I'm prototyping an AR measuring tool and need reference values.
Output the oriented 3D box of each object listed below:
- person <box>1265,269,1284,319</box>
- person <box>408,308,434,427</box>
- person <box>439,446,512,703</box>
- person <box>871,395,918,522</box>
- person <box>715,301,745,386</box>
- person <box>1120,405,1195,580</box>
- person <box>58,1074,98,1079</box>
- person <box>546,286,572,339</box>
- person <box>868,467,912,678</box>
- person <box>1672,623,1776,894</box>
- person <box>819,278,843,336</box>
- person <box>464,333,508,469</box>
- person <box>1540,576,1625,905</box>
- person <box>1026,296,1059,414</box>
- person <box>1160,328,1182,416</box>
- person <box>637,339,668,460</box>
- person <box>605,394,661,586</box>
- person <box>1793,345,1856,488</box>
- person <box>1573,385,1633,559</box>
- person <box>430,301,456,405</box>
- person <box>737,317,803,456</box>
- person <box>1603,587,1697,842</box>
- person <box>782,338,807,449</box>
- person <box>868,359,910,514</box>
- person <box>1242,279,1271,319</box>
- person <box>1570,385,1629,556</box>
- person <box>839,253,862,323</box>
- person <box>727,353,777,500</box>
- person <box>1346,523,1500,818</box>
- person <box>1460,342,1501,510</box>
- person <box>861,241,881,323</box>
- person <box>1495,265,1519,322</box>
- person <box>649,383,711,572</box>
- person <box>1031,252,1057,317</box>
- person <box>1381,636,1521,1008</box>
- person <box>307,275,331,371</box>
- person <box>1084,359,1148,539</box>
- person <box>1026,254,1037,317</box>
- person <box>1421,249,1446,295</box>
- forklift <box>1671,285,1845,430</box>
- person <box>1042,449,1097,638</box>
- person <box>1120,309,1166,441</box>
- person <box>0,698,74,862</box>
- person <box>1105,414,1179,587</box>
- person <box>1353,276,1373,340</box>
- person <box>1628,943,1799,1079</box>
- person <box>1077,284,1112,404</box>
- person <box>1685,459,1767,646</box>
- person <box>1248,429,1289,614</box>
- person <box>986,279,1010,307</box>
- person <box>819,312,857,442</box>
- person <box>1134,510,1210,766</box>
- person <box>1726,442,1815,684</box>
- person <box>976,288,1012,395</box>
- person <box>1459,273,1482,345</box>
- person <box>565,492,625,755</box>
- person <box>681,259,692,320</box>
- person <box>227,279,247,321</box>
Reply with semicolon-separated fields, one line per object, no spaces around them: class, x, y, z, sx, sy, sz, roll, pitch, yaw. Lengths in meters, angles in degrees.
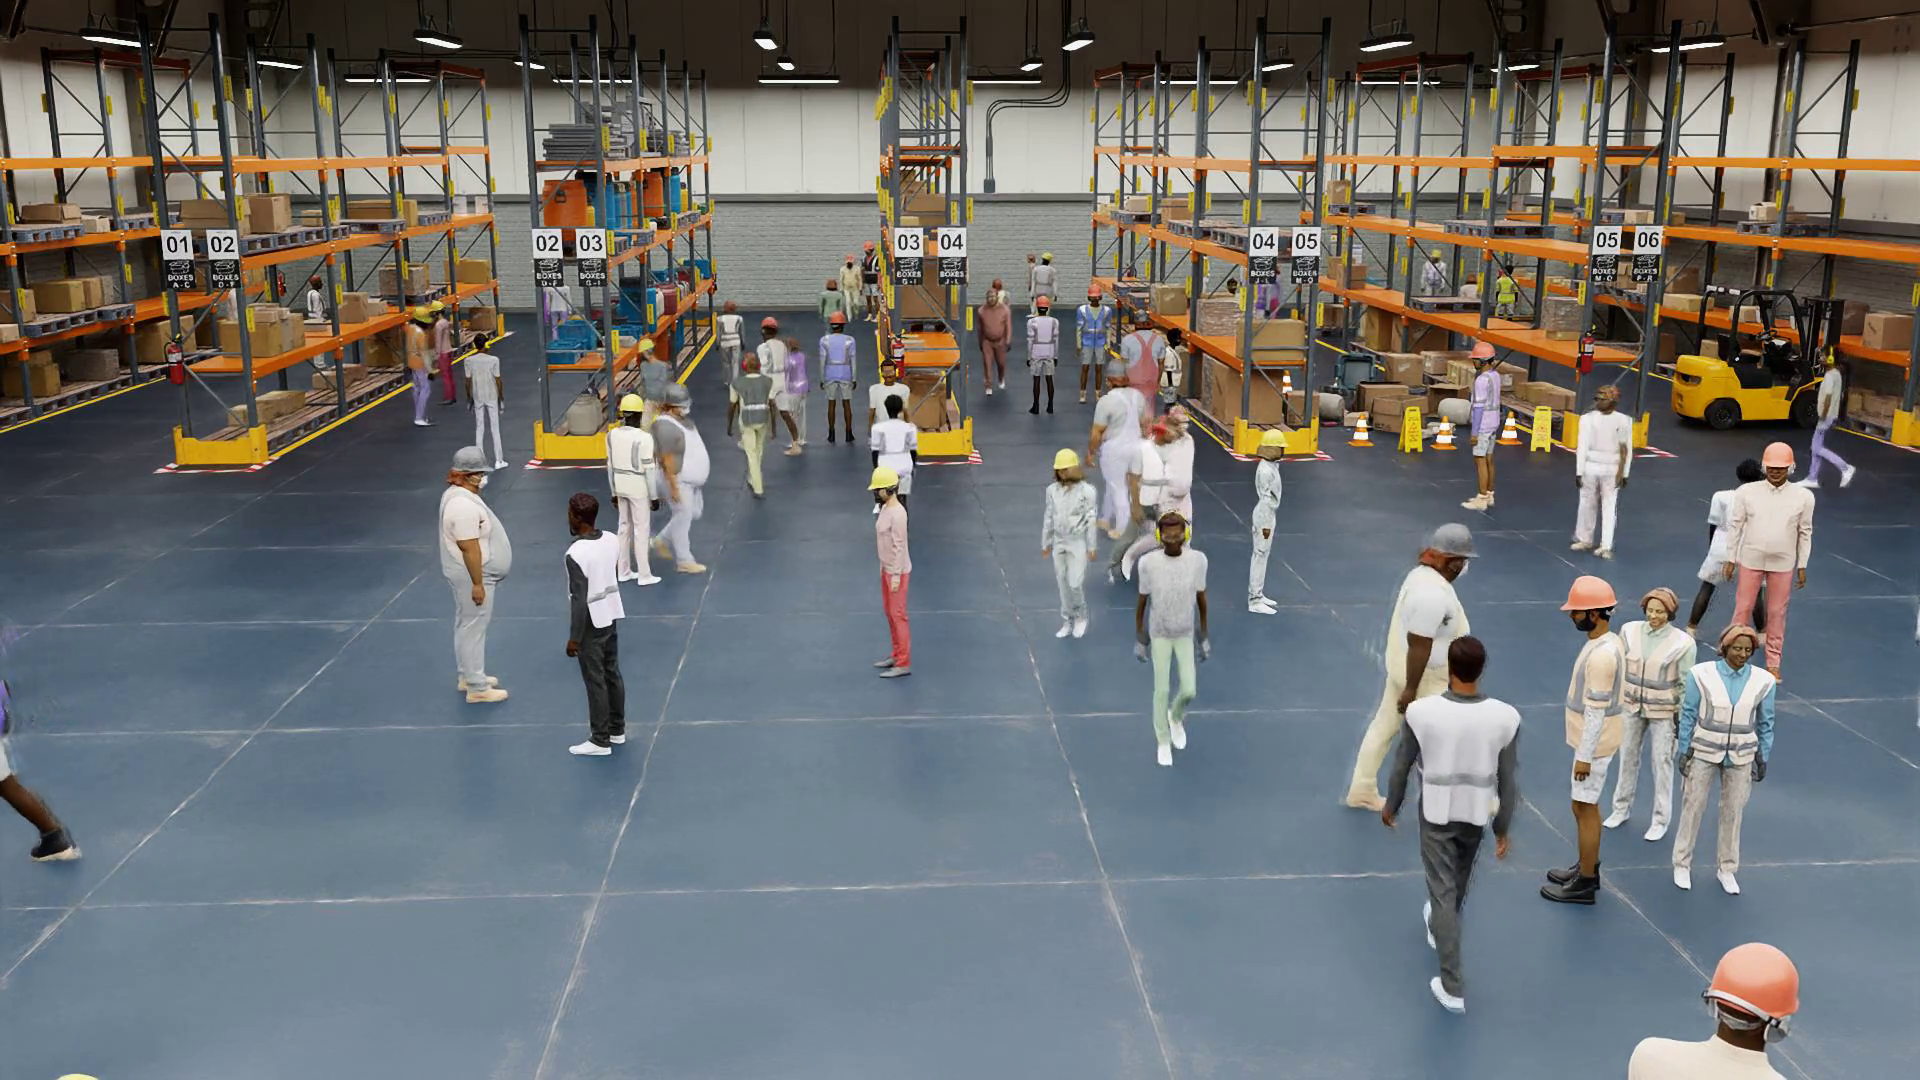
person;7.445;-5.707;39.380;0.501;1.608;0.562;-11;17;-38
person;-8.484;-2.716;26.138;0.377;1.878;0.694;-10;16;-35
person;-3.826;0.252;13.201;0.535;2.000;0.687;-6;15;-24
person;-0.736;-0.789;18.433;0.545;1.644;0.872;-3;14;-12
person;-4.171;-3.541;30.233;0.539;1.590;0.880;-2;13;-9
person;1.993;-0.438;16.501;0.667;1.872;0.733;-12;18;-40
person;-2.495;2.359;4.862;0.533;1.767;0.326;-9;16;-34
person;-8.551;-4.872;35.498;0.533;1.767;0.327;-1;13;-4
person;-0.582;0.257;13.802;0.342;1.754;0.532;-4;14;-16
person;4.474;1.273;9.760;0.518;1.632;0.313;3;14;11
person;-2.716;-4.726;35.213;0.508;1.608;0.697;-2;13;-8
person;-6.466;-1.890;22.657;0.520;1.865;0.328;-1;13;-3
person;3.627;1.153;9.648;0.390;1.923;0.551;5;14;20
person;1.353;-3.044;27.383;0.551;1.937;0.357;-3;14;-13
person;3.157;-2.334;24.921;0.319;1.686;0.539;3;14;12
person;-4.208;-1.898;22.933;0.554;1.731;0.475;7;15;27
person;-3.264;-0.500;16.656;0.590;1.918;0.396;8;16;31
person;11.109;-1.553;21.244;0.627;1.857;0.535;7;15;28
person;6.932;-0.749;17.937;0.575;1.830;0.973;3;14;11
person;-8.846;-3.191;28.394;0.334;1.763;0.521;0;13;-2
person;-2.673;-2.167;23.618;1.053;1.975;0.612;9;16;35
person;4.375;1.089;10.538;0.314;1.633;0.519;-11;17;-38
person;-2.404;-2.151;24.316;0.323;1.614;0.605;6;14;23
person;-0.844;-1.241;19.894;0.524;1.871;0.325;-2;13;-7
person;6.431;-5.044;36.110;0.653;1.823;0.432;4;14;16
person;6.892;-0.750;17.864;0.327;1.843;0.516;-9;16;-32
person;-2.733;-6.307;41.624;0.590;1.735;0.483;1;13;4
person;-2.647;-1.452;20.924;0.565;1.795;0.950;-8;15;-29
person;3.064;0.823;10.780;1.085;2.000;0.682;1;13;4
person;6.303;-1.379;20.139;0.419;2.034;0.605;9;16;32
person;-2.243;-6.456;41.651;0.611;2.029;0.409;10;17;36
person;12.507;-5.439;38.044;0.541;1.696;0.315;10;16;36
person;-2.878;-0.650;17.022;0.647;2.000;0.678;2;13;7
person;1.964;-5.849;39.350;0.643;1.899;0.592;5;14;21
person;2.550;1.401;8.697;0.615;1.864;0.993;0;13;0
person;-12.528;-4.222;32.492;0.348;1.882;0.584;-8;16;-31
person;1.659;-1.047;18.701;0.703;2.000;0.915;-12;18;-41
person;1.860;-6.574;43.002;0.316;1.629;0.508;1;13;5
person;12.040;-6.515;42.363;0.608;1.814;0.690;2;13;8
forklift;12.503;-2.886;26.166;2.313;2.155;1.214;-1;13;-3
person;0.966;0.041;14.764;0.505;1.725;0.413;9;16;34
person;2.618;-2.361;24.268;0.685;2.000;0.535;-4;14;-17
person;-5.921;1.099;9.941;0.988;1.892;0.664;-6;15;-24
person;1.818;-0.372;16.363;0.587;1.802;0.859;-10;16;-36
person;9.165;-5.413;37.934;0.720;1.693;0.611;-3;14;-14
person;2.343;2.182;5.161;0.622;1.982;0.419;11;17;40
person;2.293;-3.340;28.411;0.609;2.044;0.395;-1;13;-2
person;6.838;0.124;14.592;0.720;1.652;0.474;7;15;26
person;2.910;-0.186;15.693;0.323;1.742;0.492;3;14;12
person;0.786;-4.686;35.011;0.536;1.622;0.378;-1;13;-6
person;-1.816;-2.427;24.785;0.551;1.929;0.376;-1;13;-4
person;1.501;0.685;11.773;0.544;1.847;0.436;0;13;-1
person;6.593;0.182;13.591;0.622;1.993;0.382;6;15;24
person;0.606;-3.548;29.626;0.643;1.885;0.692;0;13;2
person;11.276;-5.087;36.748;0.510;1.610;0.544;2;13;7
person;-2.628;0.603;11.974;0.393;1.920;0.587;4;14;17
person;-6.615;-5.884;39.897;0.471;1.712;0.506;1;13;5
person;-13.893;-4.178;32.097;0.407;1.987;0.620;-4;14;-16
